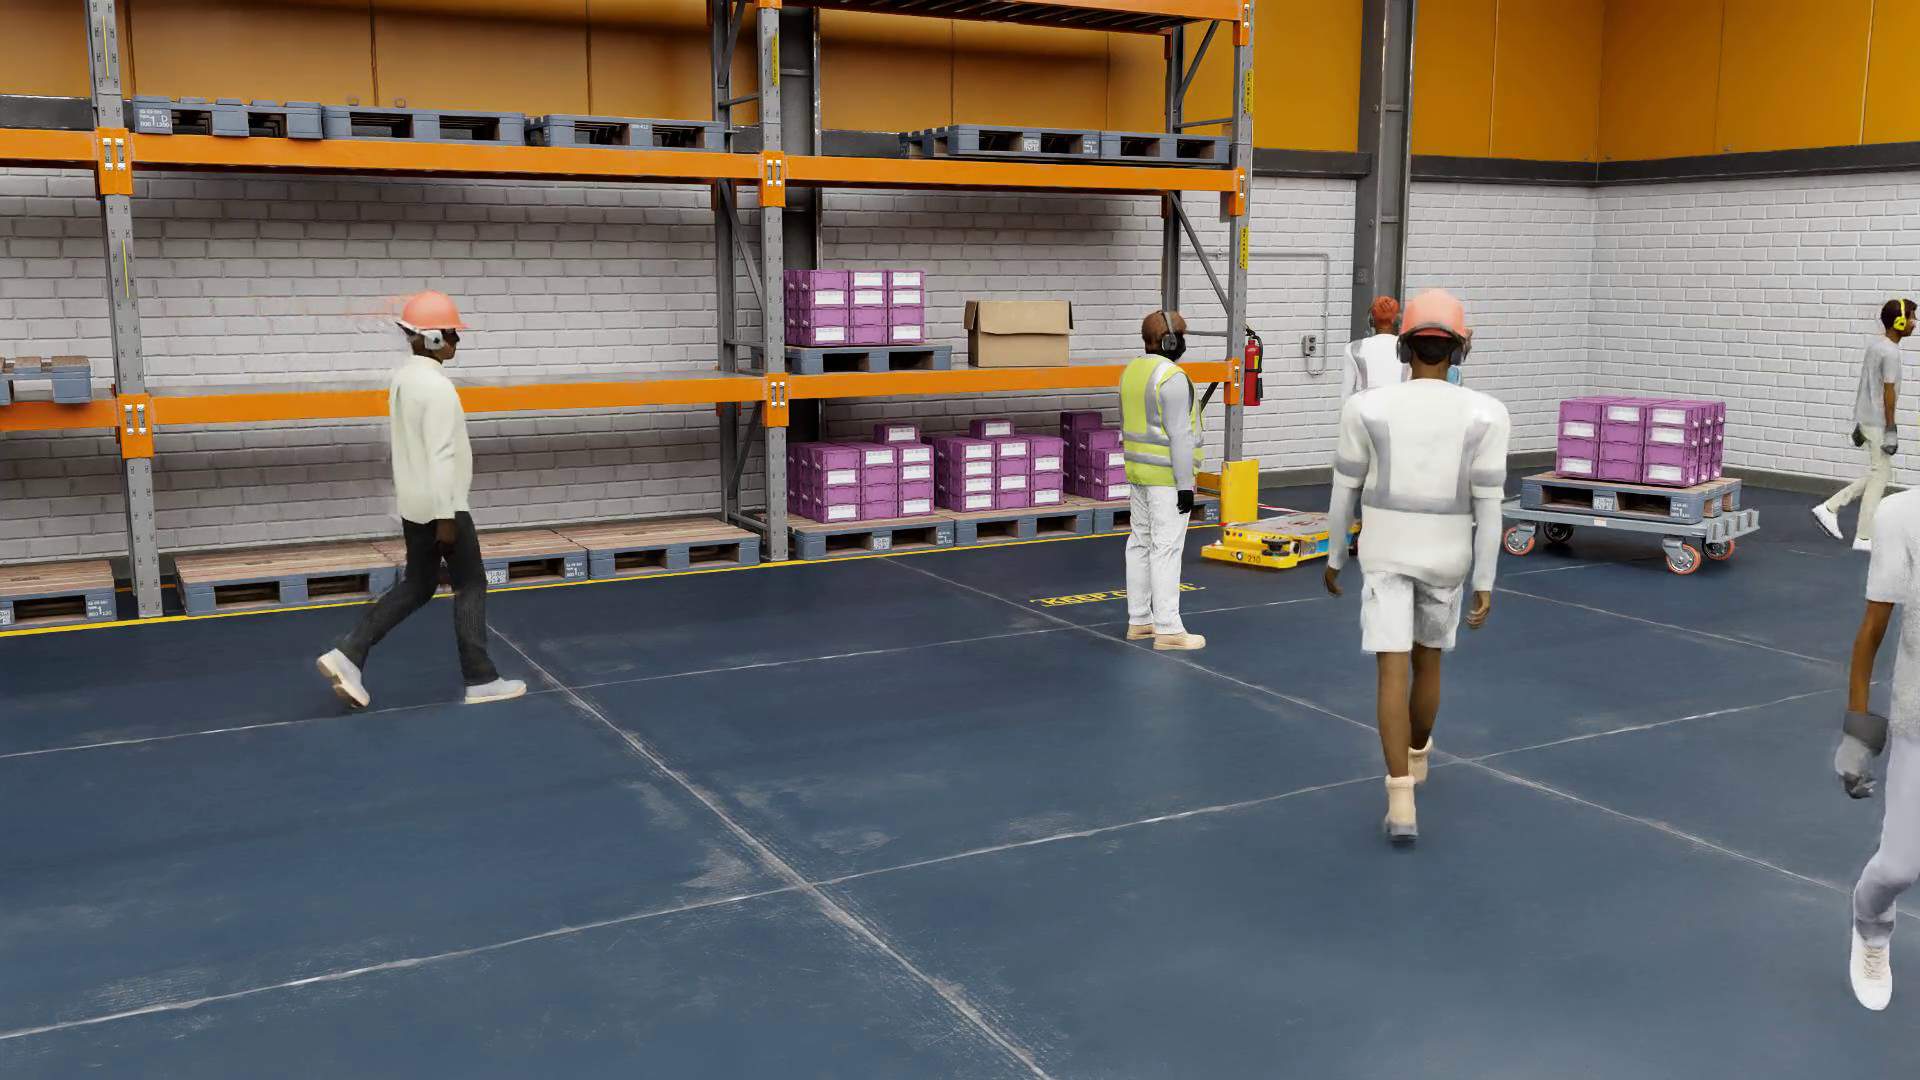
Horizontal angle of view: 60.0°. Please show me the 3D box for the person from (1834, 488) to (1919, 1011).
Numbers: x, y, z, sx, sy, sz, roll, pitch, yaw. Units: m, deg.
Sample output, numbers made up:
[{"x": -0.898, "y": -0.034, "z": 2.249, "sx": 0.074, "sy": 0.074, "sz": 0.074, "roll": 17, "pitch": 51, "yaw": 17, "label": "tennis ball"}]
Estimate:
[{"x": 2.529, "y": 0.466, "z": 4.255, "sx": 0.533, "sy": 1.846, "sz": 0.859, "roll": 3, "pitch": 10, "yaw": 17, "label": "person"}]

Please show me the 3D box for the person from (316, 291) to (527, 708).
[{"x": -2.528, "y": -0.168, "z": 7.728, "sx": 0.873, "sy": 1.971, "sz": 0.619, "roll": -7, "pitch": 12, "yaw": -36, "label": "person"}]

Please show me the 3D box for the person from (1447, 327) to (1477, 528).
[{"x": 3.848, "y": -0.904, "z": 13.333, "sx": 0.591, "sy": 1.601, "sz": 0.530, "roll": 1, "pitch": 9, "yaw": 4, "label": "person"}]

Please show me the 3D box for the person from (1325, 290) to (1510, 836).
[{"x": 1.700, "y": 0.066, "z": 6.242, "sx": 0.633, "sy": 1.992, "sz": 1.053, "roll": 2, "pitch": 9, "yaw": 10, "label": "person"}]

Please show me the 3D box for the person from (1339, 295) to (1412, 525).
[{"x": 2.989, "y": -0.792, "z": 11.808, "sx": 0.606, "sy": 1.870, "sz": 0.410, "roll": 2, "pitch": 10, "yaw": 13, "label": "person"}]

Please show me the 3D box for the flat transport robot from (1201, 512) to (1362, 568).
[{"x": 2.422, "y": -0.016, "z": 11.954, "sx": 0.652, "sy": 0.197, "sz": 1.431, "roll": 9, "pitch": 13, "yaw": 43, "label": "flat transport robot"}]

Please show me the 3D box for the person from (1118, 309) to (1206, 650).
[{"x": 1.109, "y": -0.329, "z": 9.084, "sx": 0.429, "sy": 1.845, "sz": 0.625, "roll": -4, "pitch": 10, "yaw": -23, "label": "person"}]

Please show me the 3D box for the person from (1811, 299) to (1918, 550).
[{"x": 6.651, "y": -0.836, "z": 12.166, "sx": 0.496, "sy": 1.853, "sz": 0.494, "roll": 3, "pitch": 10, "yaw": 20, "label": "person"}]
